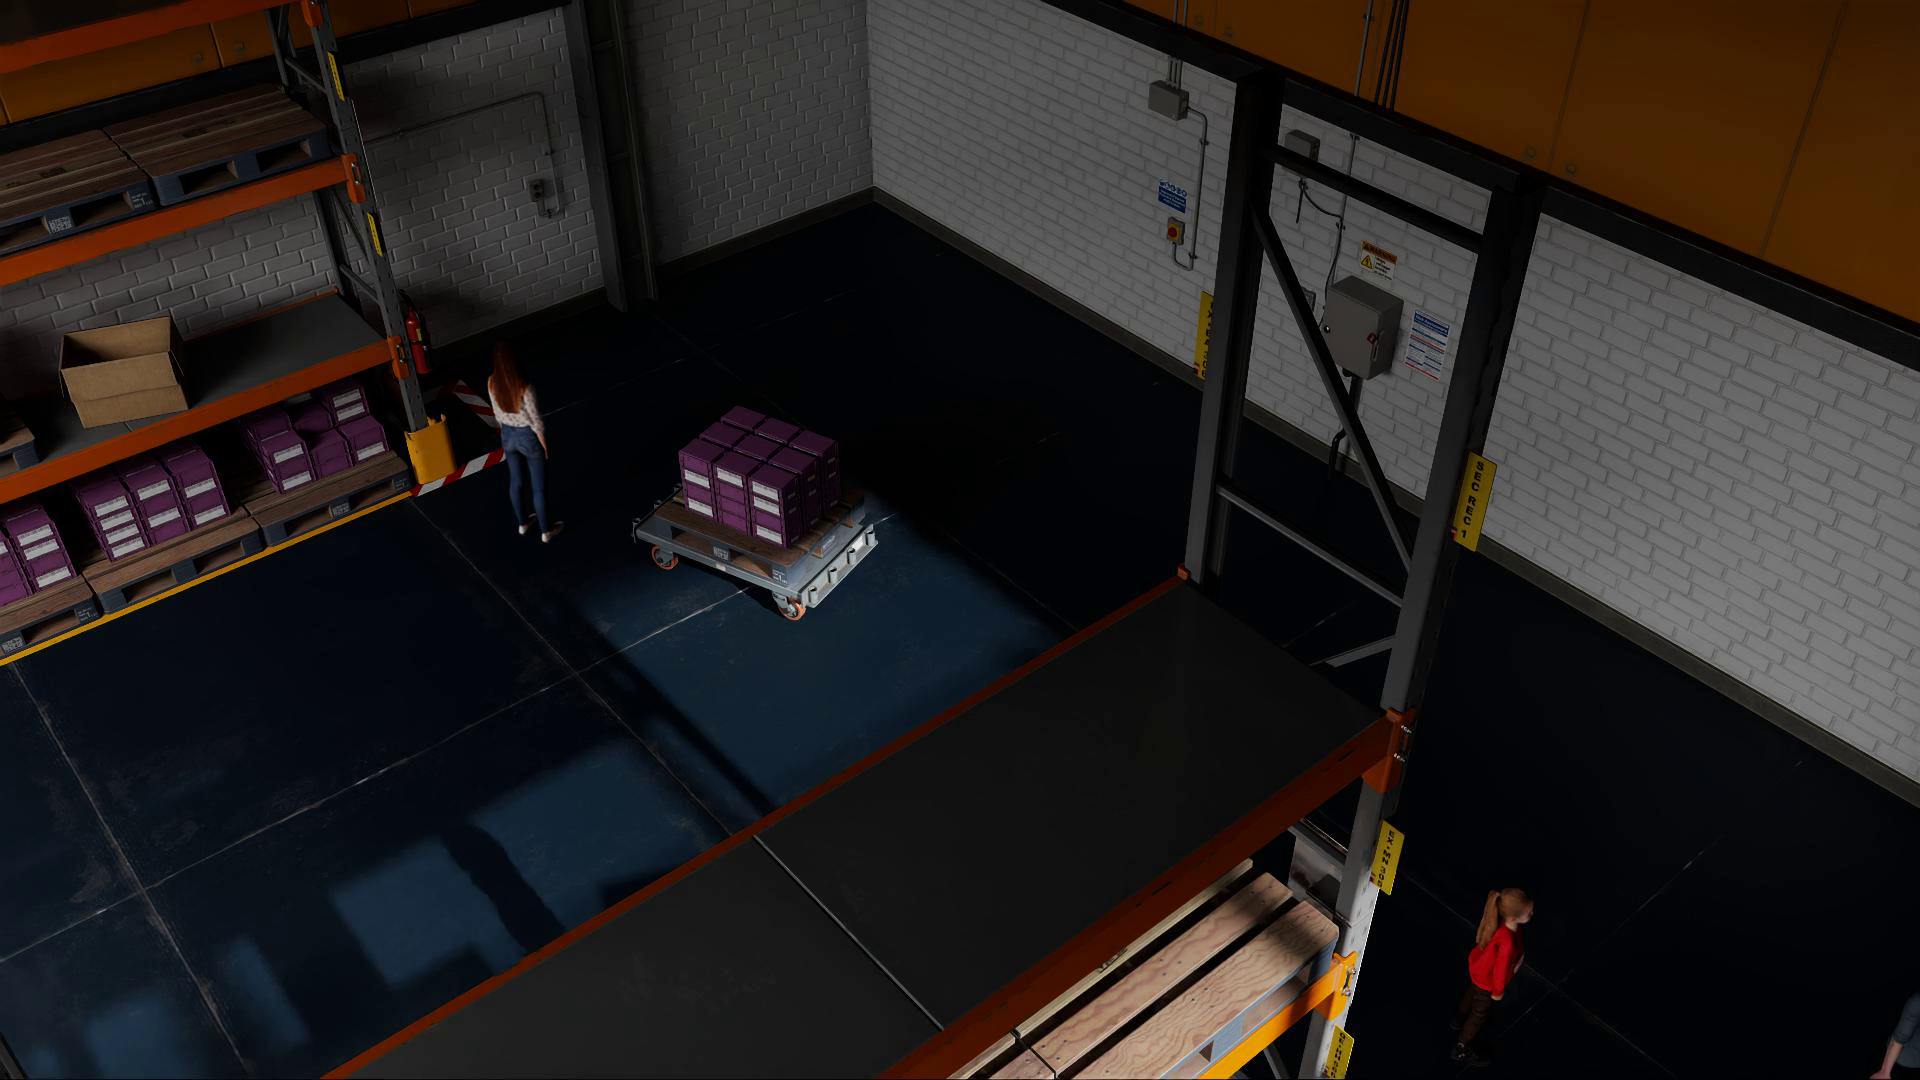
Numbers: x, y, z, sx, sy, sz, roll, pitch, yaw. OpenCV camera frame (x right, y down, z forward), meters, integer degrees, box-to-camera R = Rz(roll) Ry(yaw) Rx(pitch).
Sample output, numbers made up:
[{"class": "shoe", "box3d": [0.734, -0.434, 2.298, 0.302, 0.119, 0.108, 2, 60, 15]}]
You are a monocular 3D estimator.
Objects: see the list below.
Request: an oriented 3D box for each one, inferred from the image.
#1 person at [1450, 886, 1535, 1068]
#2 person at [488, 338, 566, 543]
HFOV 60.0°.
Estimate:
[{"class": "person", "box3d": [2.842, 2.307, 8.912, 0.628, 1.280, 0.555, 8, 39, 10]}, {"class": "person", "box3d": [-3.251, -0.739, 12.367, 0.648, 1.729, 0.650, 13, 40, 16]}]
